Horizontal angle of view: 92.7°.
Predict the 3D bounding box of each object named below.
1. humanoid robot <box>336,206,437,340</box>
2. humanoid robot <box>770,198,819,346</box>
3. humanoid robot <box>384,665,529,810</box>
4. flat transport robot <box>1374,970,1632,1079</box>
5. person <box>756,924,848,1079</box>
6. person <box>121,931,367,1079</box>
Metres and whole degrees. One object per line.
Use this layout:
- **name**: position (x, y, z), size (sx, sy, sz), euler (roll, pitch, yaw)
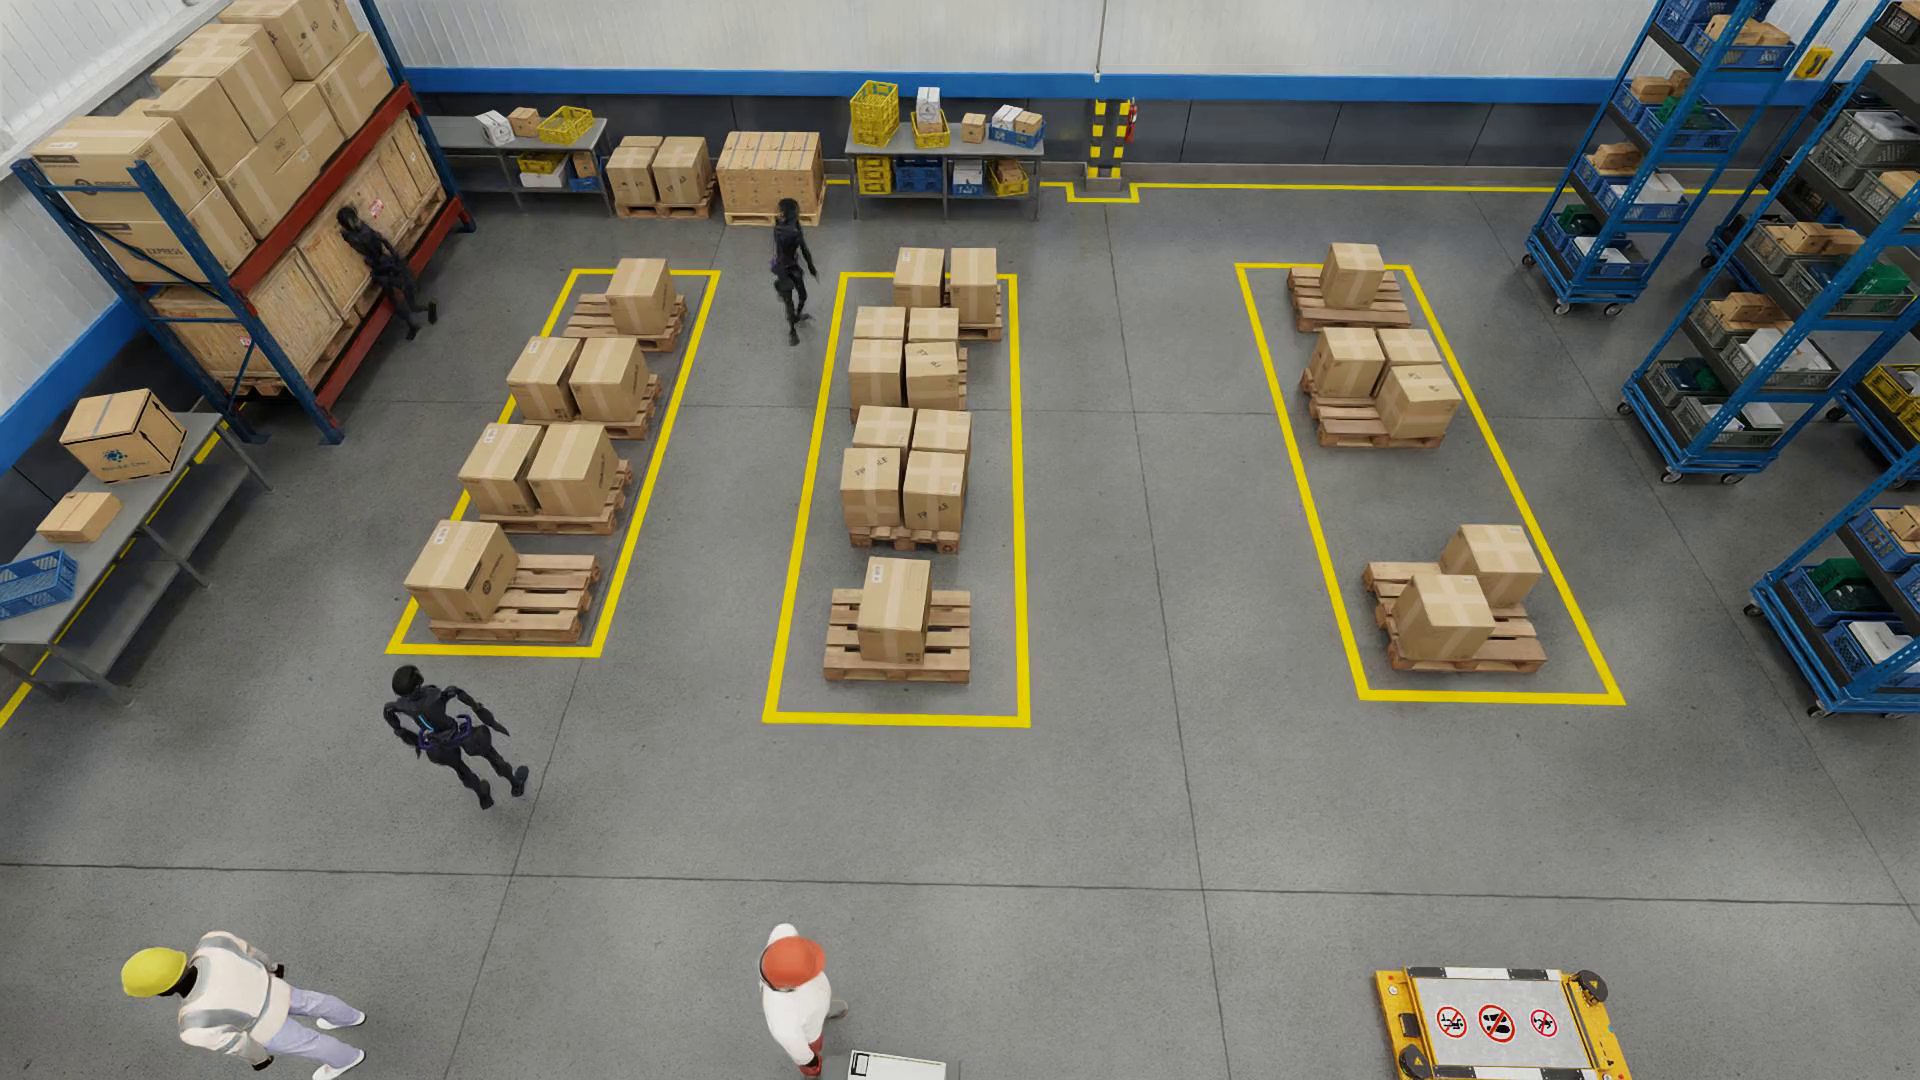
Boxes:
- **humanoid robot**: position (-6.192, -2.929, 9.964), size (0.631, 1.631, 0.470), euler (3, 51, 2)
- **humanoid robot**: position (-1.838, -2.895, 9.947), size (0.414, 1.628, 0.657), euler (17, 53, 13)
- **humanoid robot**: position (-3.549, 1.382, 6.444), size (0.618, 1.657, 0.343), euler (-16, 53, -13)
- **flat transport robot**: position (3.501, 3.133, 5.914), size (1.431, 0.197, 0.652), euler (1, 51, 1)
- **person**: position (-0.873, 2.650, 5.218), size (0.397, 1.986, 0.615), euler (-6, 51, -5)
- **person**: position (-4.012, 2.686, 5.226), size (0.366, 1.925, 0.593), euler (-15, 52, -12)
